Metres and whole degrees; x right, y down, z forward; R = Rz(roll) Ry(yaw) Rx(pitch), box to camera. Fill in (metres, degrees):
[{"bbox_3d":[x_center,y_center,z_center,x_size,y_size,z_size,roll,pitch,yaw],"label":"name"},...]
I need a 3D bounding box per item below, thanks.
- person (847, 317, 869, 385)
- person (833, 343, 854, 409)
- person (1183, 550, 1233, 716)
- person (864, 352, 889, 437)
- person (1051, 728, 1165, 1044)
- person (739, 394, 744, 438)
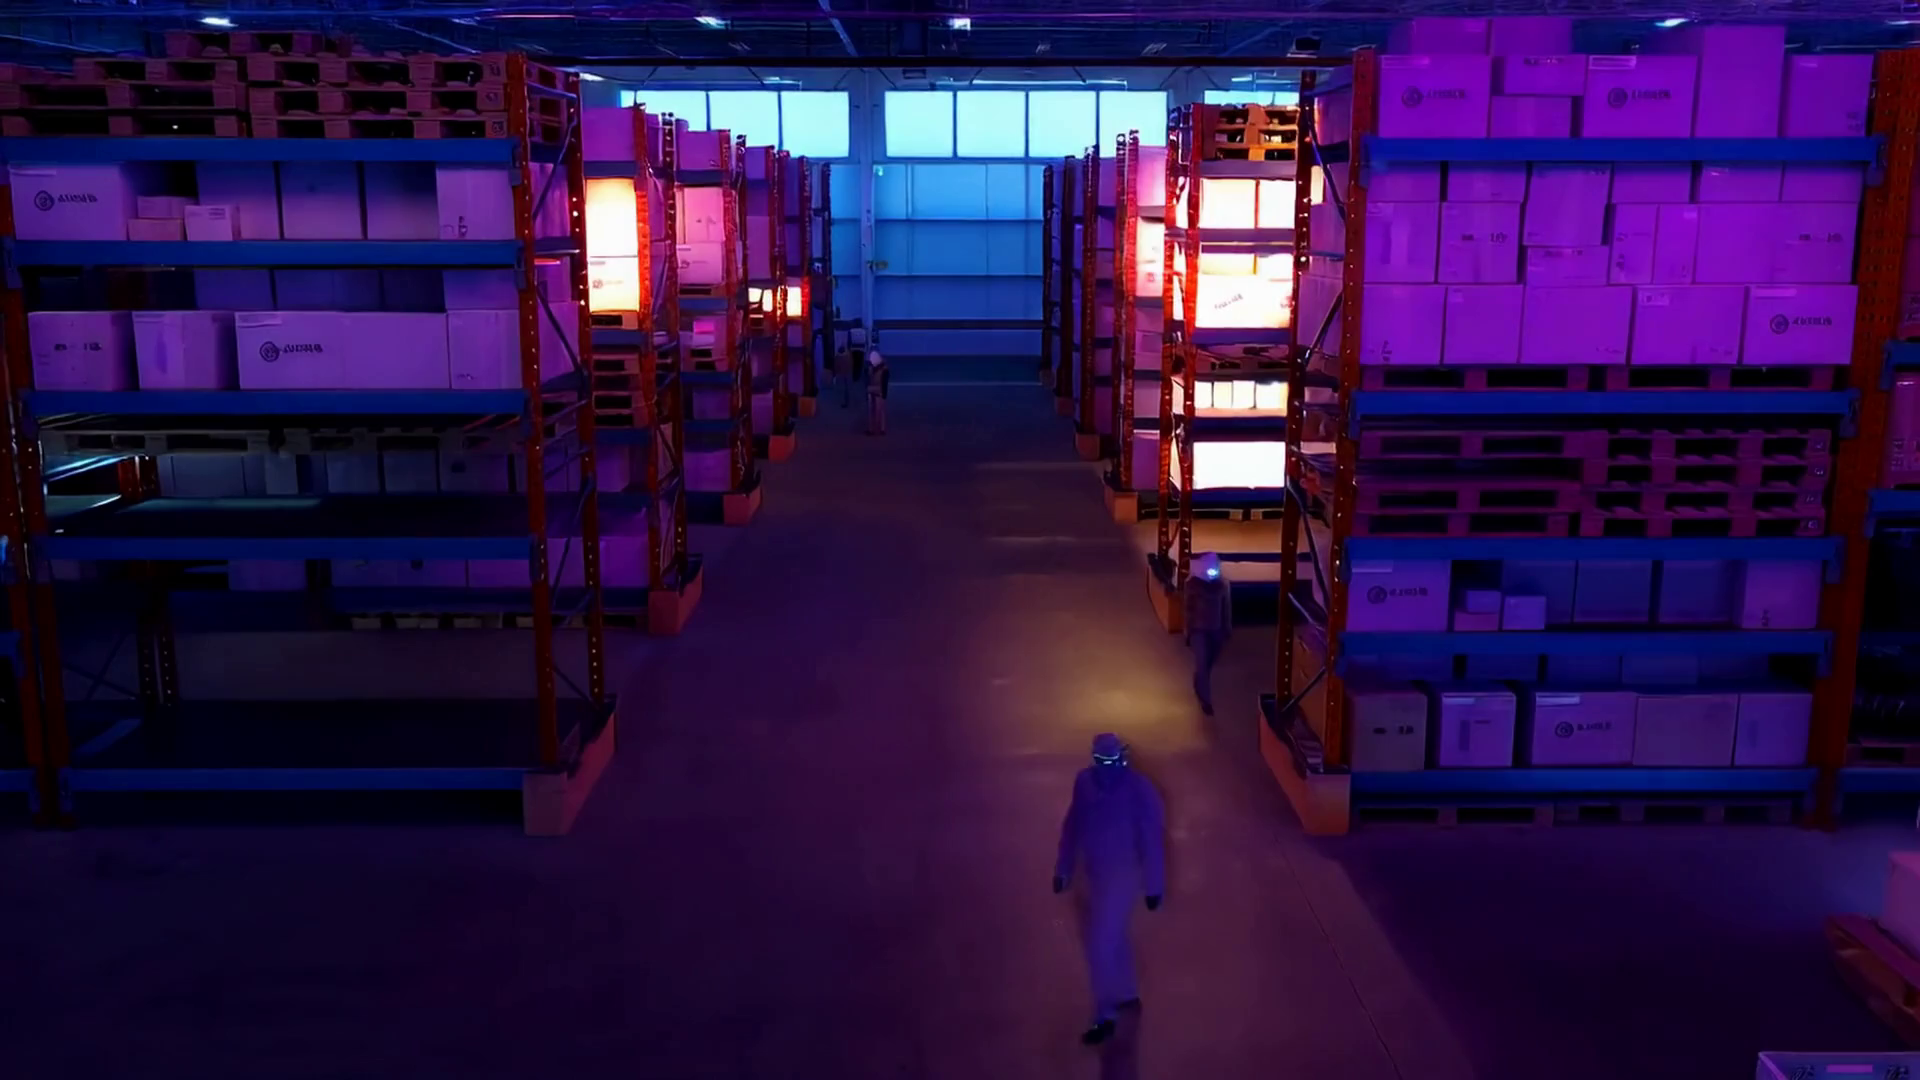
[{"bbox_3d":[-2.841,-5.255,46.297,0.602,1.875,1.029,0,11,0],"label":"person"},{"bbox_3d":[-2.862,-4.036,40.867,0.508,1.608,0.696,0,11,2],"label":"person"},{"bbox_3d":[2.443,0.878,16.526,0.508,1.608,0.733,-3,12,-16],"label":"person"},{"bbox_3d":[-1.824,-3.136,35.831,0.634,1.842,0.429,10,15,41],"label":"person"},{"bbox_3d":[0.847,2.049,10.040,0.771,1.876,0.642,-9,14,-37],"label":"person"},{"bbox_3d":[-4.126,-2.002,29.714,0.609,2.040,0.395,5,12,23],"label":"person"}]
